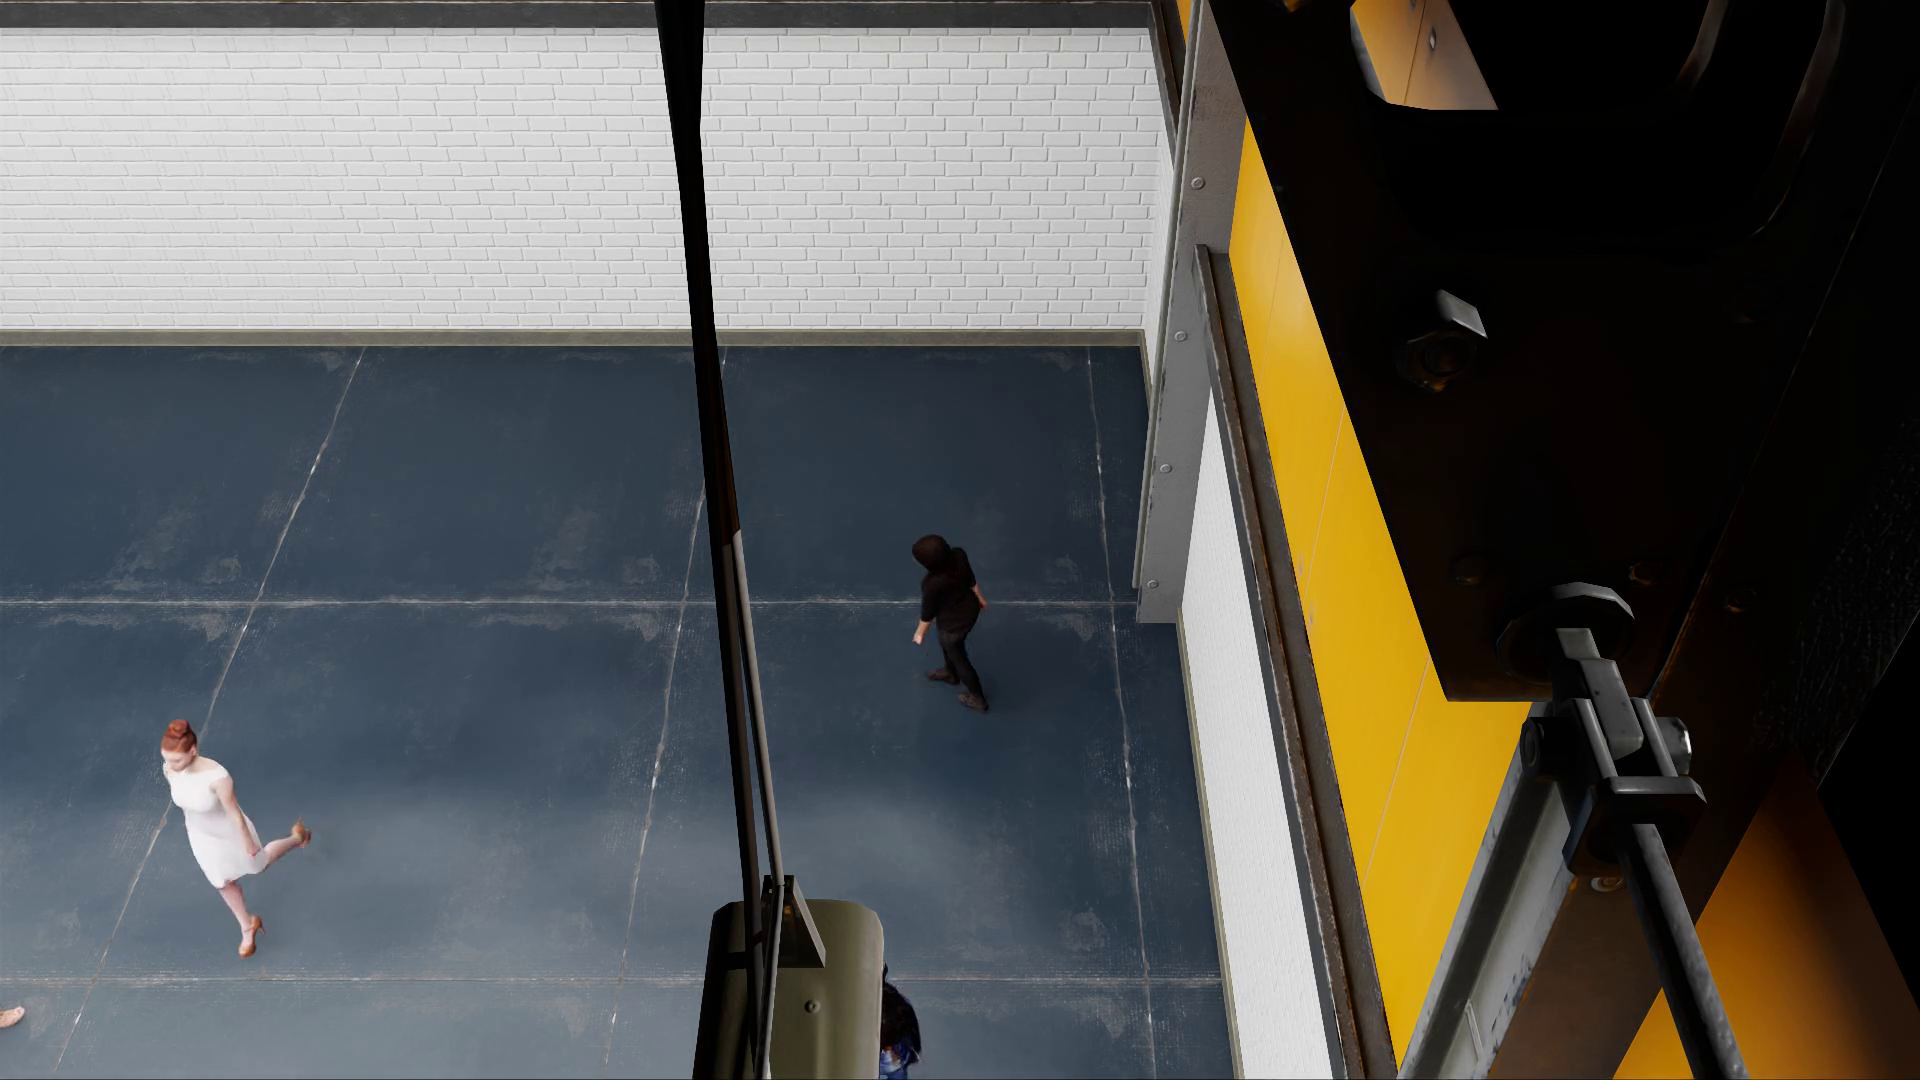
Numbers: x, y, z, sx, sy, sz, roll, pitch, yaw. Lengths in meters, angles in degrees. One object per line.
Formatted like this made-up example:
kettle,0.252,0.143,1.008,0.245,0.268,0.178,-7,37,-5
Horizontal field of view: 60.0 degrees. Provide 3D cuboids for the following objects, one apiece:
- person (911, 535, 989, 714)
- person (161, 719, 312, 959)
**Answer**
person,0.020,0.513,10.417,0.873,1.596,0.822,29,51,27
person,-4.002,1.550,9.203,0.771,1.771,1.097,11,45,11
